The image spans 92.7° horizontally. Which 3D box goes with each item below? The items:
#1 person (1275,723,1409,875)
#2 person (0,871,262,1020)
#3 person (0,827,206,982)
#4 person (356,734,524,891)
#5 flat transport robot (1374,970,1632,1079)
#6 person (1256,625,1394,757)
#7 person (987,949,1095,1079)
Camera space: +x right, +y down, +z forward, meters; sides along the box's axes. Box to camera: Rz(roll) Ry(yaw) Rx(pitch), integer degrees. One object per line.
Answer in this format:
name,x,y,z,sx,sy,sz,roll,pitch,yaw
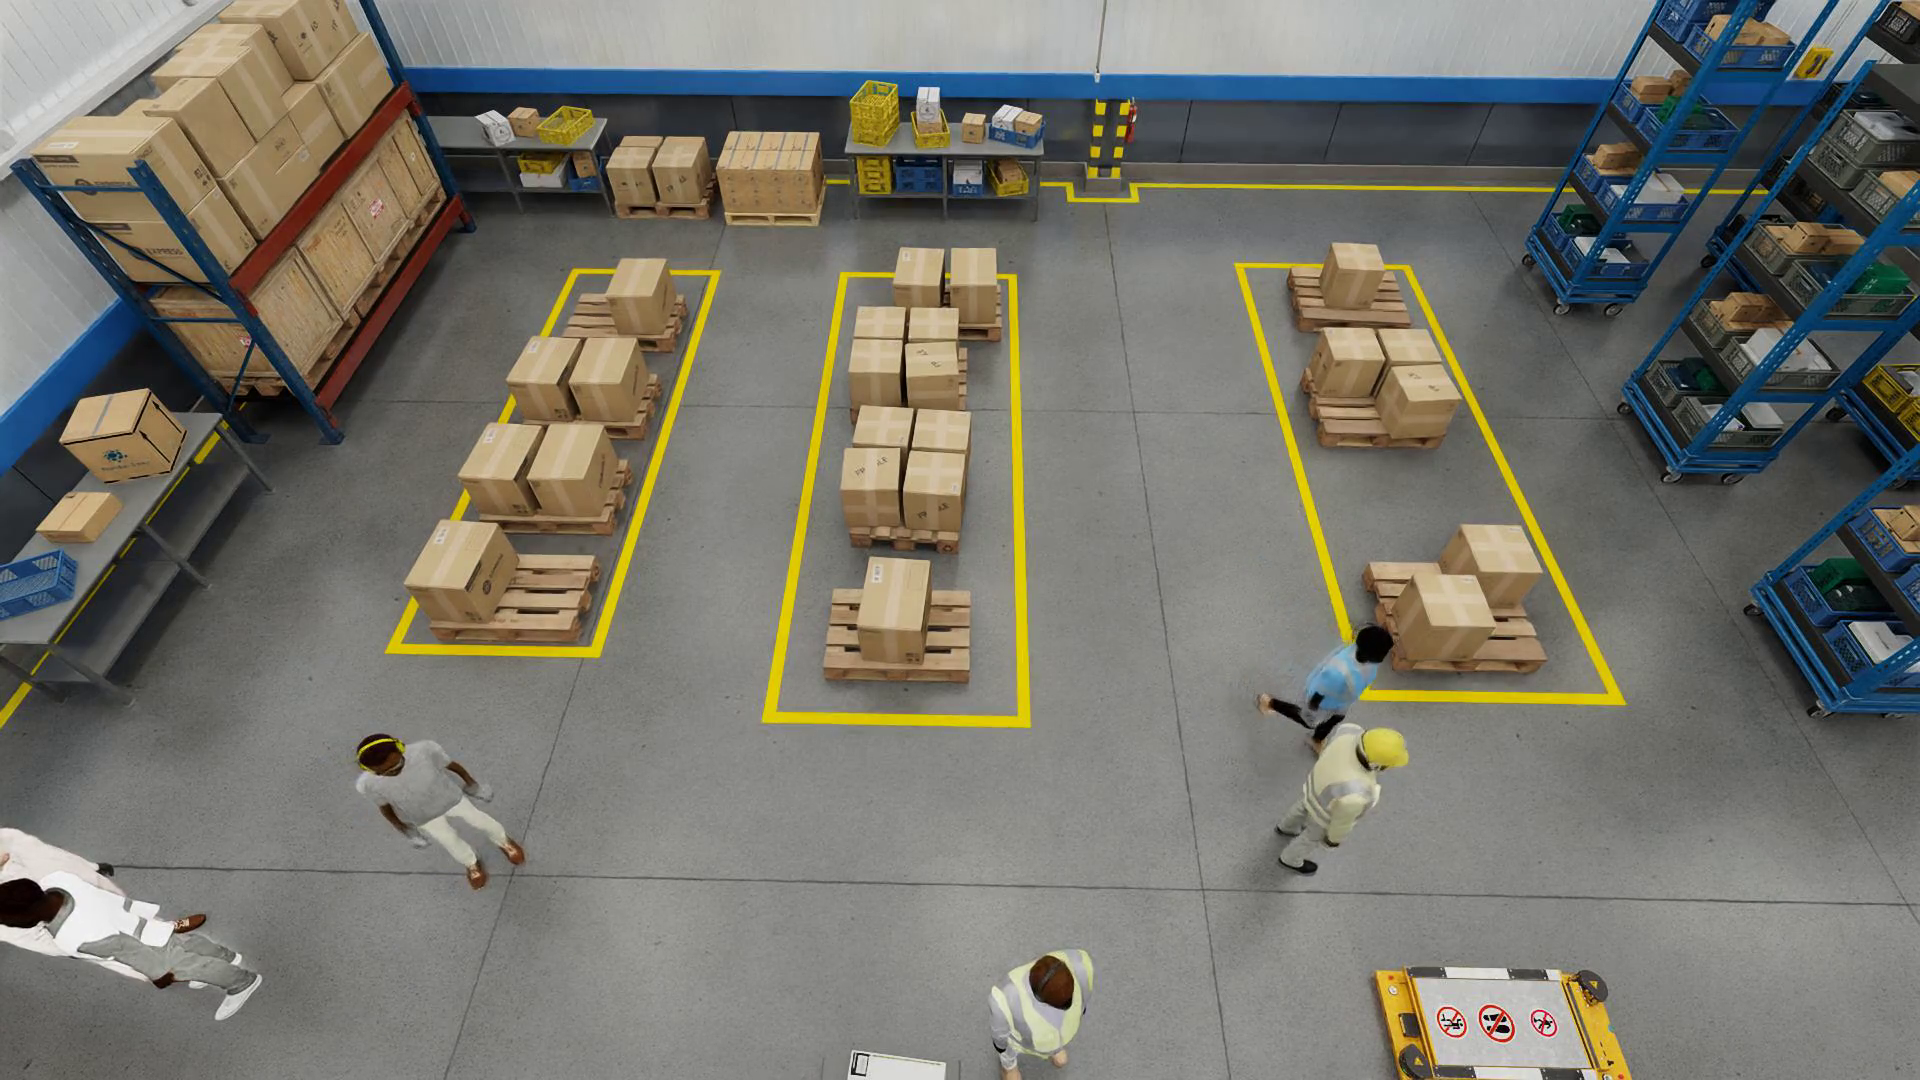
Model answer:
person,2.488,1.716,6.081,0.432,1.816,0.604,9,51,7
person,-4.908,2.392,5.463,0.598,1.917,0.375,30,57,22
person,-5.382,2.231,5.601,0.407,1.909,0.640,-18,53,-14
person,-3.412,1.758,6.012,0.555,1.868,0.315,-33,58,-24
flat transport robot,3.501,3.133,5.914,1.431,0.197,0.652,1,51,1
person,2.679,1.055,6.712,0.537,1.675,0.647,-28,56,-21
person,0.460,2.739,5.230,0.627,1.844,0.429,-20,54,-16
